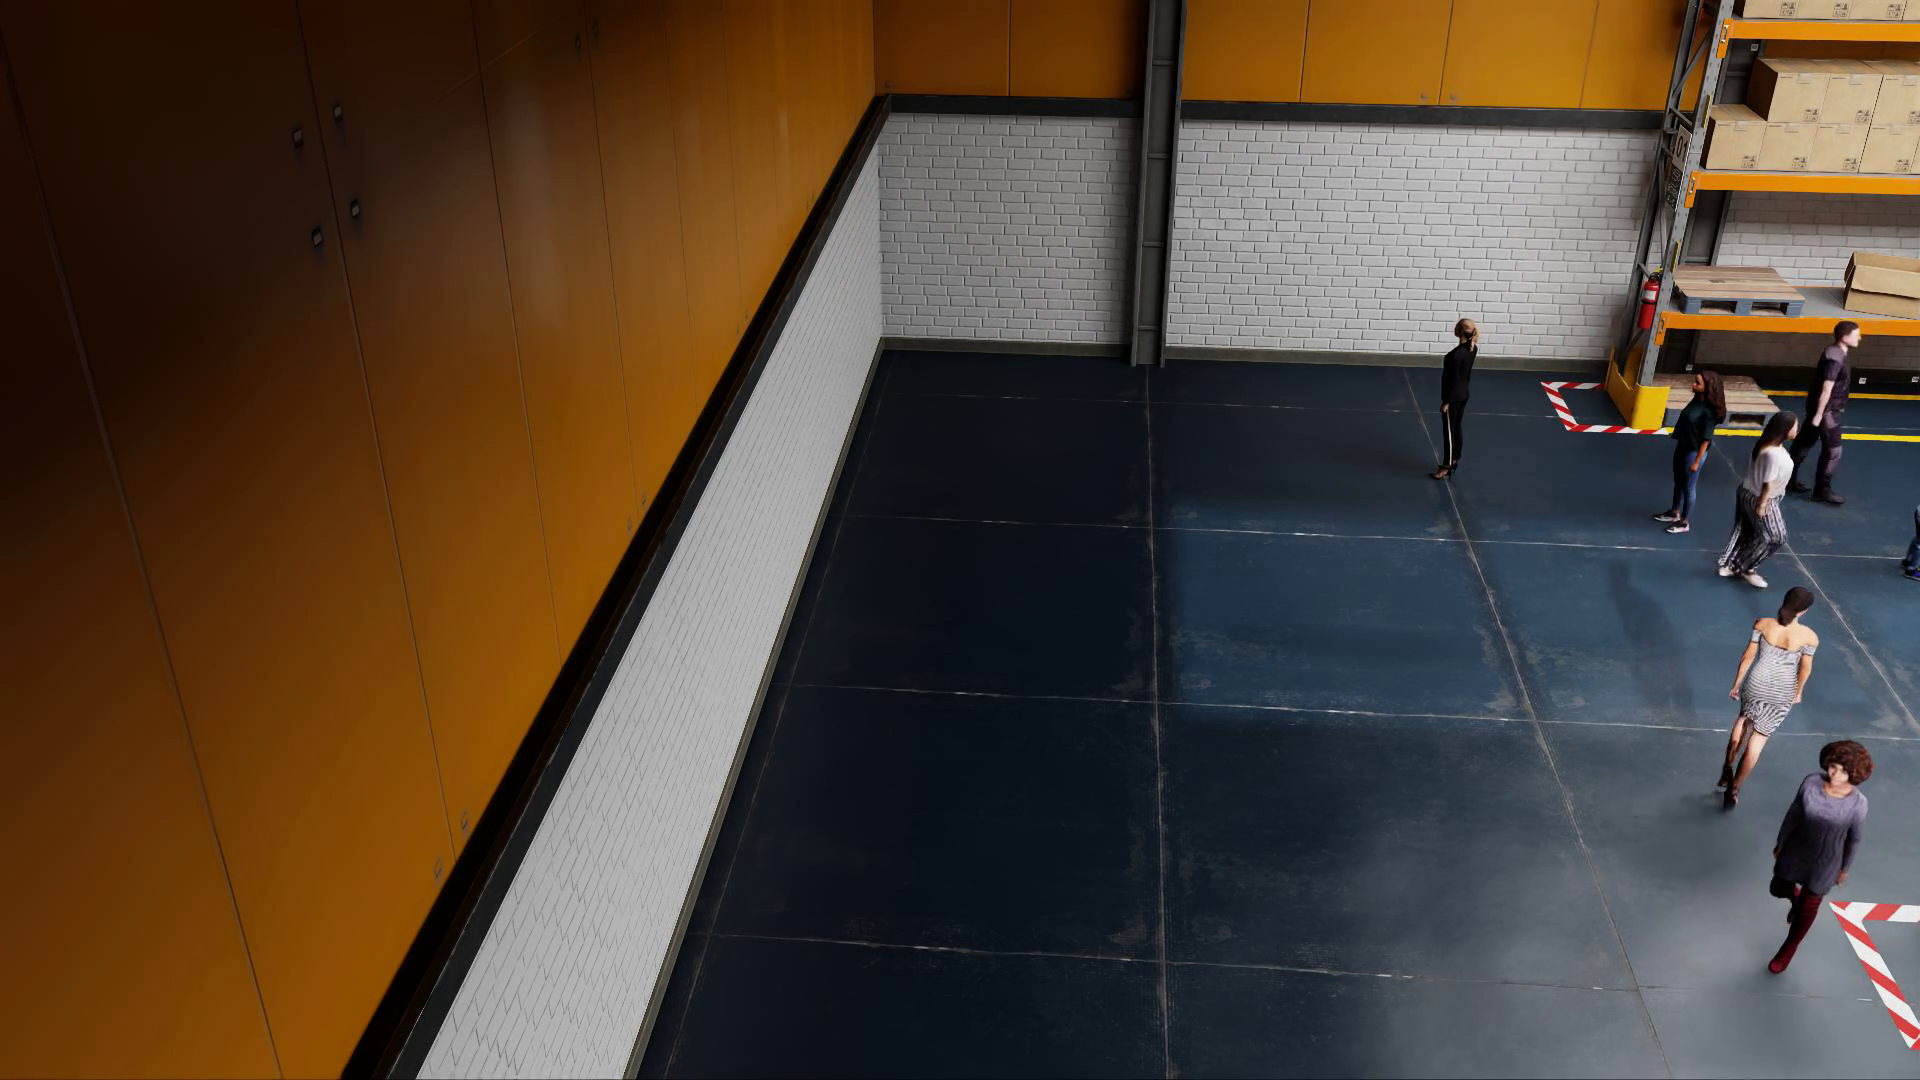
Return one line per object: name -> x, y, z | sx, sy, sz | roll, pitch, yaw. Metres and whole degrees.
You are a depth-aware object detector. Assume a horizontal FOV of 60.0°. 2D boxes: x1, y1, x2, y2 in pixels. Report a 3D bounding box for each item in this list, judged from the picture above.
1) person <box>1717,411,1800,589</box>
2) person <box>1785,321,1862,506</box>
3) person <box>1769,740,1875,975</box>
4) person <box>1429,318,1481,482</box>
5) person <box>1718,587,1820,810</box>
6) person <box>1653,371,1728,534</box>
person -> 7.043, -0.387, 14.816 | 0.787, 1.661, 0.763 | 8, 30, 15
person -> 8.362, -1.284, 16.285 | 0.986, 1.829, 0.901 | 13, 31, 23
person -> 5.404, 1.958, 10.476 | 0.916, 1.700, 0.865 | -24, 36, -36
person -> 4.962, -1.409, 16.642 | 0.728, 1.707, 0.703 | 22, 36, 35
person -> 5.710, 1.172, 11.810 | 0.758, 1.803, 0.822 | 19, 34, 31
person -> 6.914, -0.847, 15.705 | 0.625, 1.617, 0.624 | -1, 29, -2
